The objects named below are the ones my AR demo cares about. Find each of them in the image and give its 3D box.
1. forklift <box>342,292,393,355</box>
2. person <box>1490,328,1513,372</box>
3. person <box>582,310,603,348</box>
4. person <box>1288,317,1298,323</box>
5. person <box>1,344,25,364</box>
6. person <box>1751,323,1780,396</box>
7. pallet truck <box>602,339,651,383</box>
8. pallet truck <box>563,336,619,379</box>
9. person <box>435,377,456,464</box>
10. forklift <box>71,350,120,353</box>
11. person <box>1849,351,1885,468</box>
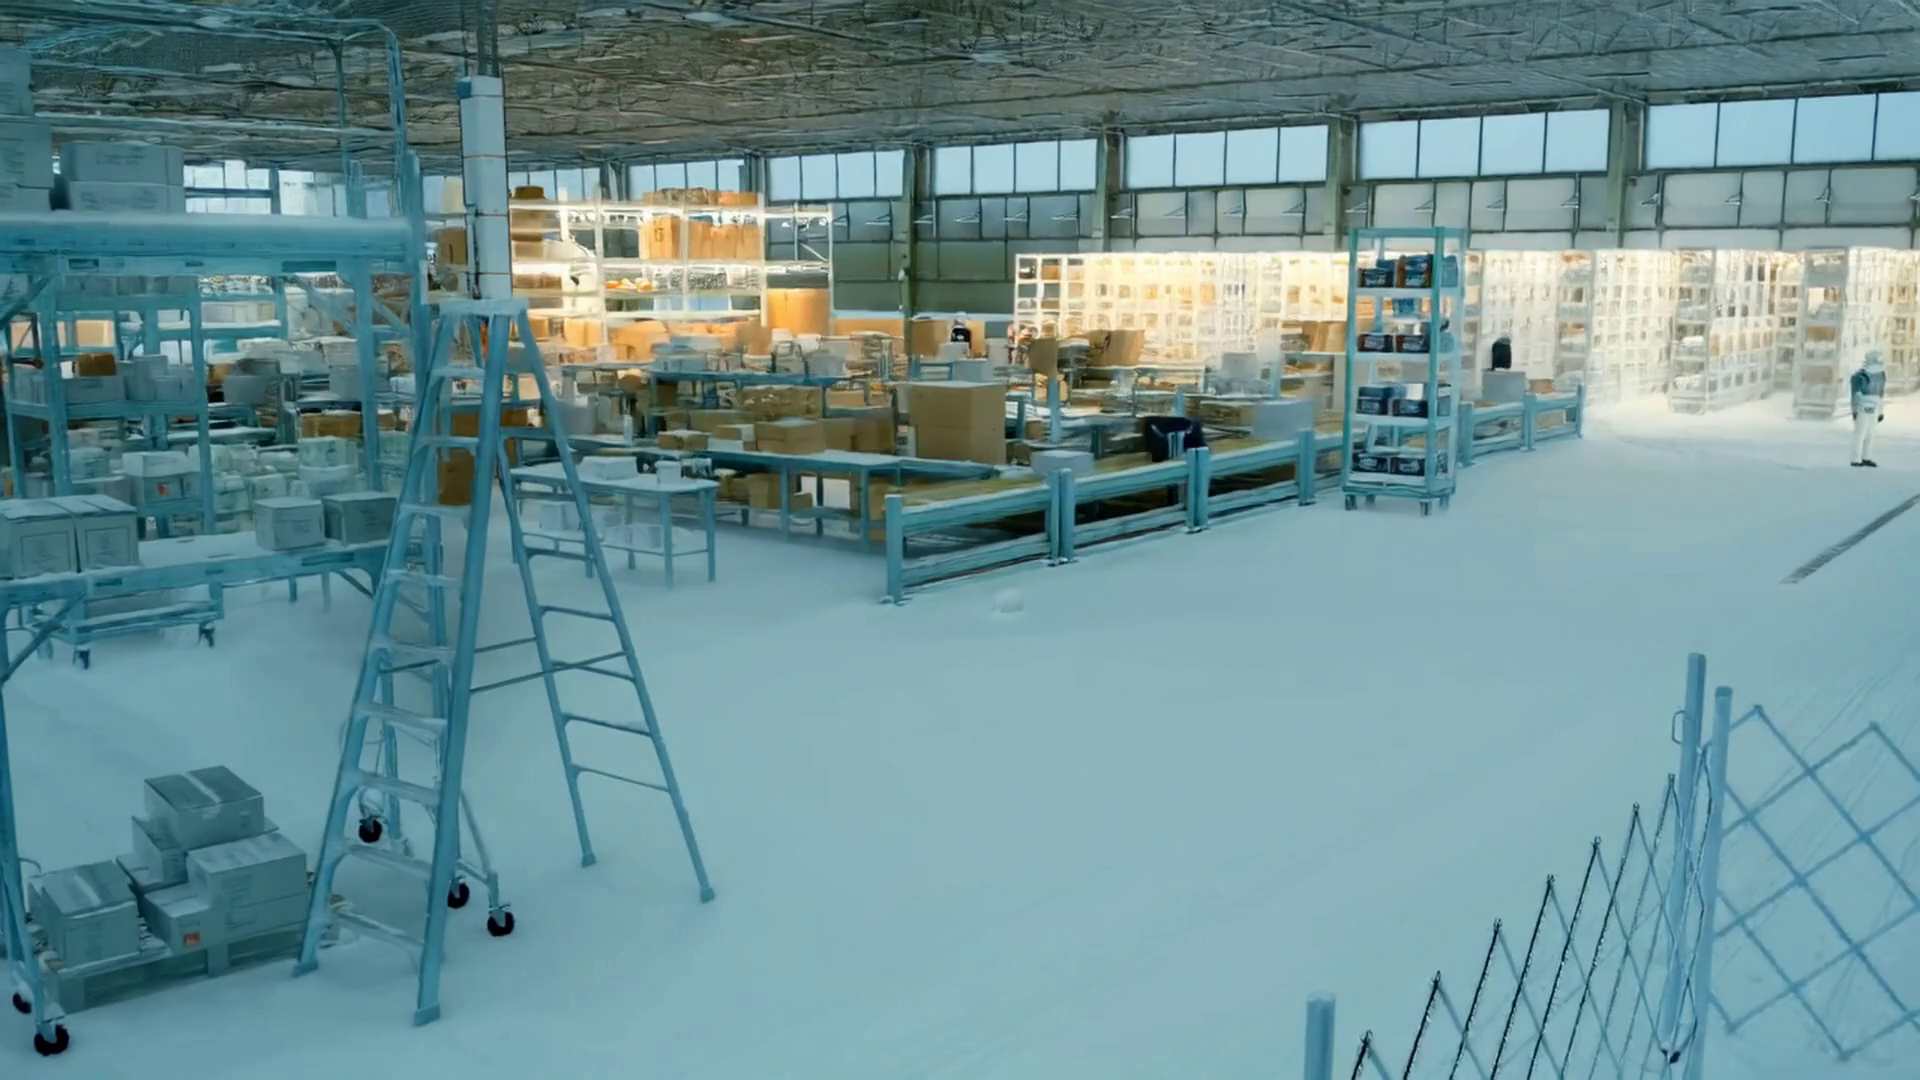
[{"bbox_3d":[-16.485,-5.622,45.120,1.129,2.768,1.873,7,11,37],"label":"forklift"},{"bbox_3d":[11.383,-3.517,35.089,0.671,1.886,0.492,-8,12,-42],"label":"person"},{"bbox_3d":[-11.180,-6.022,50.619,0.626,1.925,0.390,-1,9,-5],"label":"person"},{"bbox_3d":[10.121,-6.041,50.681,0.797,1.950,0.648,5,10,28],"label":"person"},{"bbox_3d":[-16.422,-2.501,28.943,0.612,1.813,0.423,7,11,37],"label":"person"},{"bbox_3d":[19.959,-4.465,41.259,0.643,1.804,0.605,1,9,9],"label":"person"},{"bbox_3d":[-8.991,-4.871,45.351,0.653,1.274,1.630,7,11,37],"label":"pallet truck"},{"bbox_3d":[-10.690,-5.294,48.215,1.601,1.201,0.680,-5,10,-26],"label":"pallet truck"},{"bbox_3d":[-8.306,-2.102,26.619,0.317,1.766,0.534,7,11,37],"label":"person"},{"bbox_3d":[-32.108,-8.285,61.740,1.129,2.768,1.873,7,11,37],"label":"forklift"},{"bbox_3d":[14.193,-2.029,25.976,0.587,1.826,0.404,-3,10,-19],"label":"person"}]
